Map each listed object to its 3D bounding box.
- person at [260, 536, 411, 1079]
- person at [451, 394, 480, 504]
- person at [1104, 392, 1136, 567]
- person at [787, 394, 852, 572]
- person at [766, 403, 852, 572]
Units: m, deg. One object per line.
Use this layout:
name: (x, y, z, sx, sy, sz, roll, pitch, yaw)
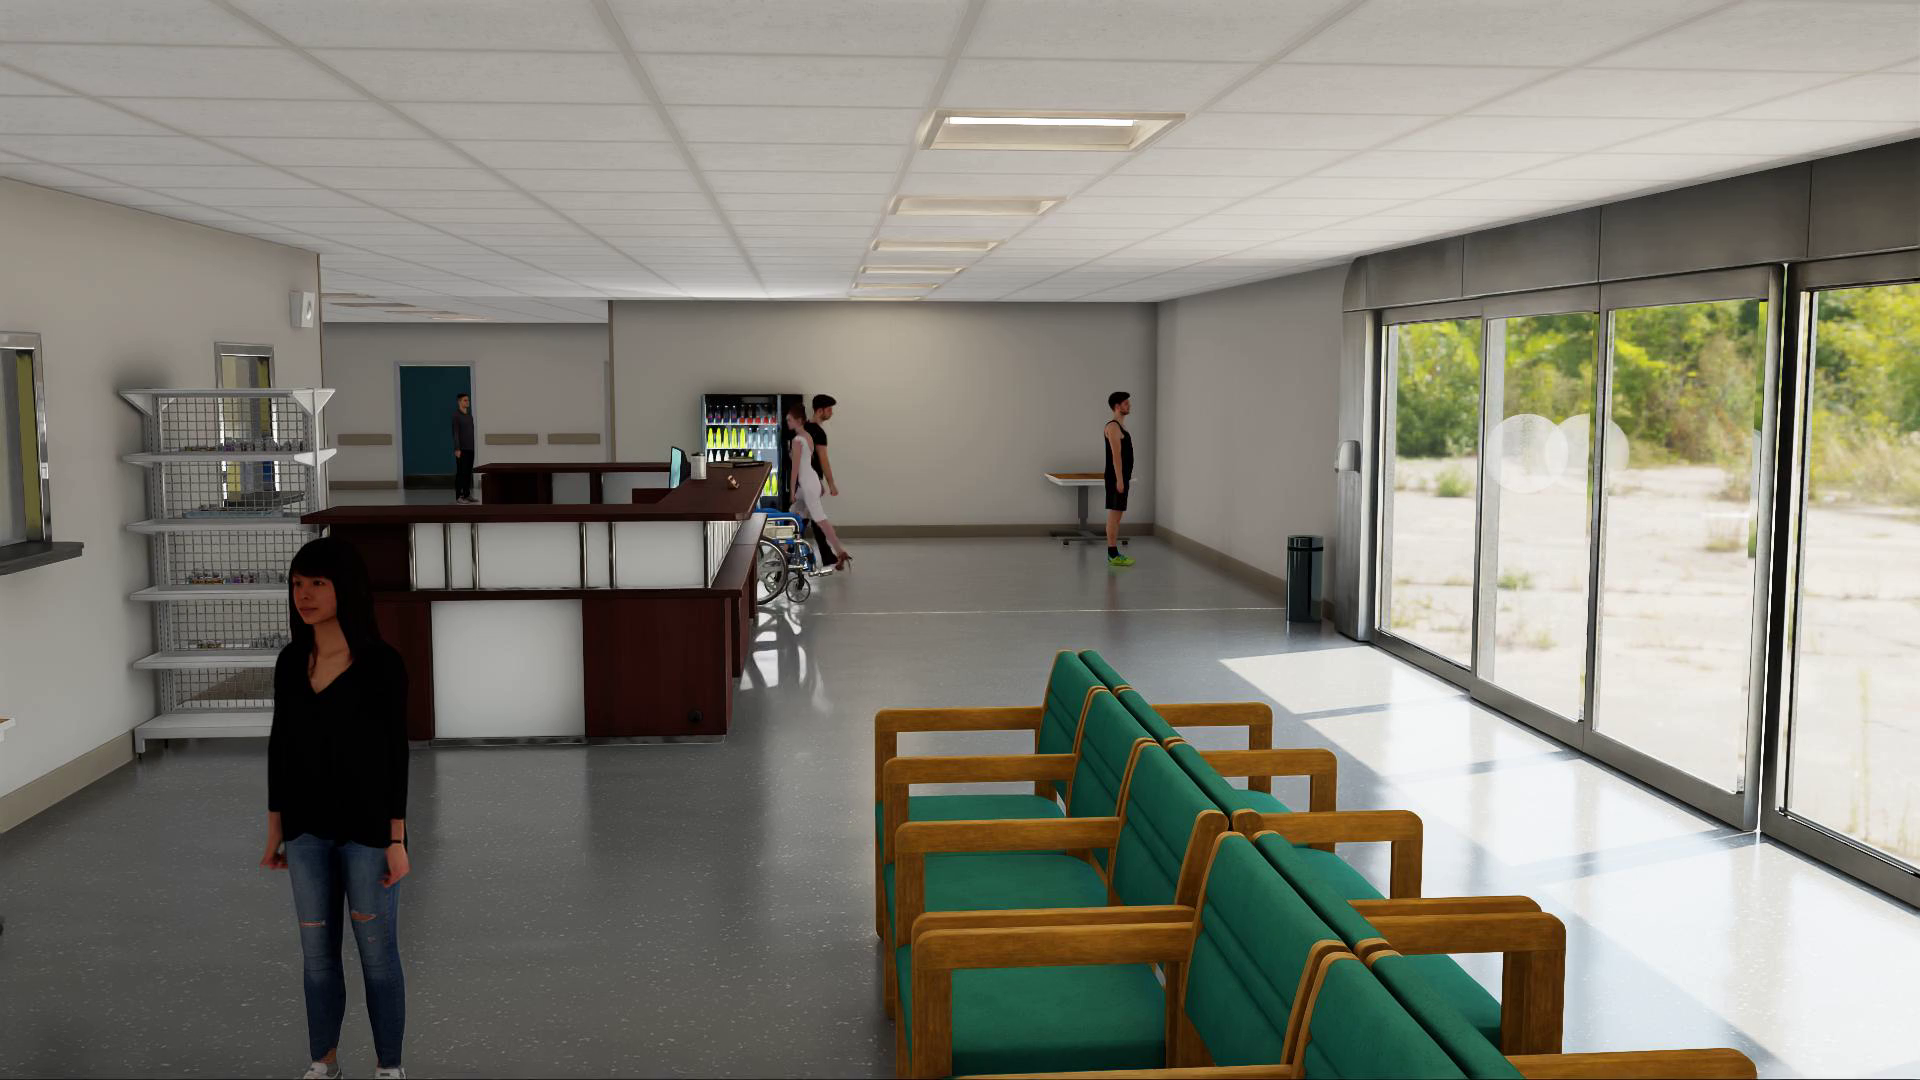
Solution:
person: (-1.735, 0.804, 4.680, 0.527, 1.647, 0.681, 1, 6, 9)
person: (-7.991, -1.480, 26.806, 0.667, 1.761, 0.690, 2, 6, 18)
person: (1.724, -0.678, 18.180, 0.643, 1.892, 0.725, 1, 6, 6)
person: (-1.649, -0.558, 17.264, 1.131, 1.837, 0.880, -3, 6, -28)
person: (-1.471, -0.478, 17.032, 1.167, 1.724, 0.837, 2, 6, 17)
